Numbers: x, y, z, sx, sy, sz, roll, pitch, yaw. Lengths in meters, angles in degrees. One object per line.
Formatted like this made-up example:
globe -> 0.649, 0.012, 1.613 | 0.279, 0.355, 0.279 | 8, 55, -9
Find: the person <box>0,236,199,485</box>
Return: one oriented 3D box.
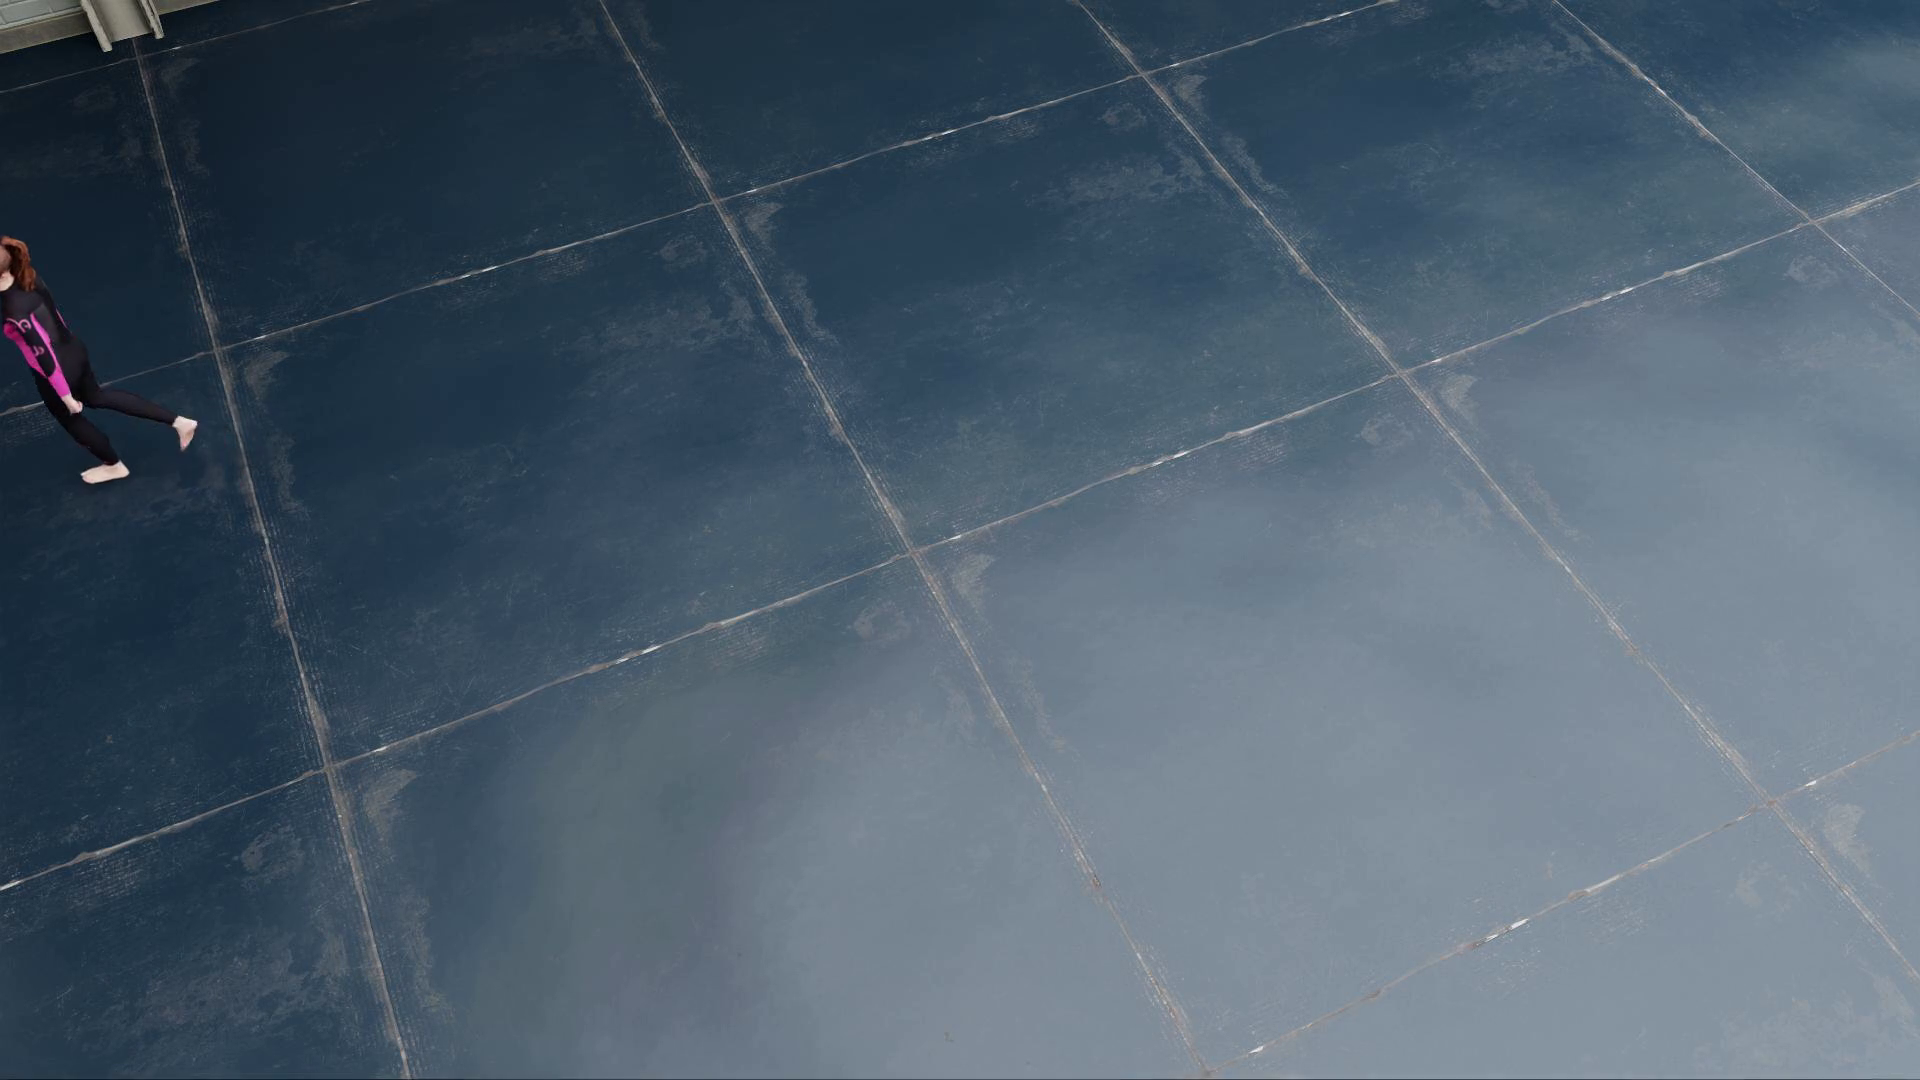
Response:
person -> -4.323, -0.849, 8.189 | 0.983, 1.716, 0.746 | -5, 52, -4
